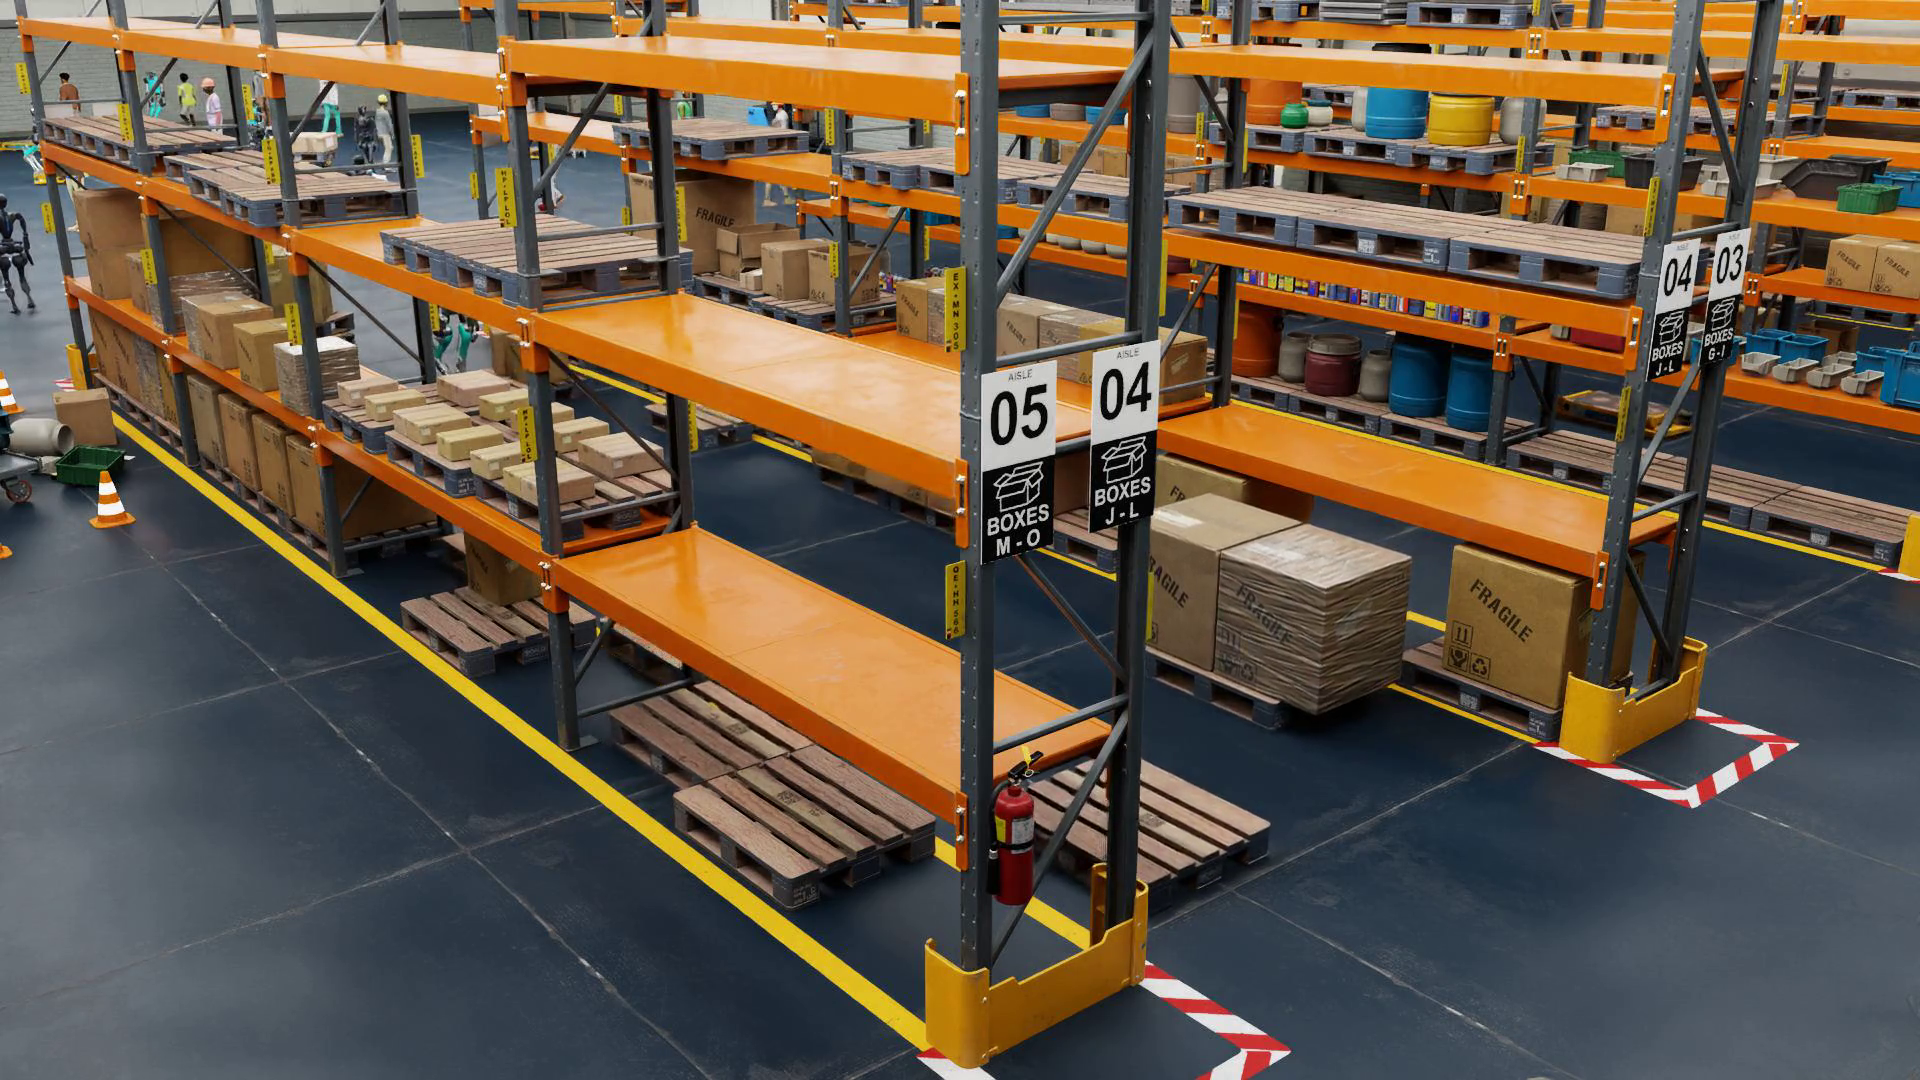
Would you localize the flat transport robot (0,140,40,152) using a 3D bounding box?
[{"bbox_3d":[-23.928,-10.124,42.748,1.431,0.231,0.659,2,19,6],"label":"flat transport robot"}]

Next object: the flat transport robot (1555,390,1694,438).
[{"bbox_3d":[7.038,-1.356,17.795,0.659,0.231,1.431,-14,24,-34],"label":"flat transport robot"}]

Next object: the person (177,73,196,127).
[{"bbox_3d":[-21.588,-12.186,46.475,0.359,1.684,0.543,13,23,32],"label":"person"}]

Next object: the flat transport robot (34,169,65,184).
[{"bbox_3d":[-20.150,-8.061,36.877,0.659,0.231,1.431,-10,21,-25],"label":"flat transport robot"}]

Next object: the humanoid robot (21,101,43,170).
[{"bbox_3d":[-20.581,-8.931,36.936,0.735,1.677,0.533,1,19,3],"label":"humanoid robot"}]

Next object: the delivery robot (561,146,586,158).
[{"bbox_3d":[-9.610,-9.817,41.462,0.499,0.606,0.807,-12,23,-31],"label":"delivery robot"}]

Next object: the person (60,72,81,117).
[{"bbox_3d":[-23.609,-11.467,44.177,0.395,1.856,0.790,4,20,10],"label":"person"}]

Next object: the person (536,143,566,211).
[{"bbox_3d":[-8.058,-7.370,32.517,0.466,1.865,0.580,-12,22,-30],"label":"person"}]

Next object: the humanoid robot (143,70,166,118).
[{"bbox_3d":[-22.300,-12.031,45.954,0.541,1.796,0.664,2,19,5],"label":"humanoid robot"}]

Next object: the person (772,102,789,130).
[{"bbox_3d":[-3.899,-8.698,36.256,0.386,1.891,0.560,-7,21,-19],"label":"person"}]

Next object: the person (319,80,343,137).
[{"bbox_3d":[-17.310,-11.993,45.639,0.496,1.887,0.891,2,19,4],"label":"person"}]

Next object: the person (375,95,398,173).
[{"bbox_3d":[-13.188,-9.337,38.273,0.382,1.757,0.568,-16,25,-38],"label":"person"}]

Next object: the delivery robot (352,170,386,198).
[{"bbox_3d":[-12.218,-7.333,34.400,0.499,0.611,0.814,7,21,20],"label":"delivery robot"}]

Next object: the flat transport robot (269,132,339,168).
[{"bbox_3d":[-15.366,-8.833,39.076,0.659,0.231,1.431,0,19,0],"label":"flat transport robot"}]

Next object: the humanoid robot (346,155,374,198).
[{"bbox_3d":[-10.010,-5.612,27.823,0.601,1.632,0.727,2,19,6],"label":"humanoid robot"}]

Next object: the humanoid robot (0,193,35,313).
[{"bbox_3d":[-13.257,-3.985,23.152,0.335,1.656,0.601,18,26,41],"label":"humanoid robot"}]

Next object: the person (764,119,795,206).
[{"bbox_3d":[-3.575,-7.507,33.131,0.787,1.713,0.490,0,19,0],"label":"person"}]

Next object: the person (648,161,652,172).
[{"bbox_3d":[-5.083,-6.012,28.511,0.382,1.957,0.601,8,21,20],"label":"person"}]

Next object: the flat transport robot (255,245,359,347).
[{"bbox_3d":[-8.399,-2.471,20.969,1.431,0.231,0.659,5,20,13],"label":"flat transport robot"}]

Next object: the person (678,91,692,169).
[{"bbox_3d":[-6.288,-9.427,38.191,0.389,1.977,0.490,2,20,7],"label":"person"}]

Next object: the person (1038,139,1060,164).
[{"bbox_3d":[1.663,-6.821,31.091,0.399,1.764,0.542,-8,21,-23],"label":"person"}]

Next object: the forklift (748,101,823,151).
[{"bbox_3d":[-4.526,-11.368,42.374,1.129,2.768,1.873,-15,24,-37],"label":"forklift"}]

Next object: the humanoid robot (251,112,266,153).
[{"bbox_3d":[-14.896,-8.236,35.271,0.544,1.643,0.597,-2,20,-7],"label":"humanoid robot"}]

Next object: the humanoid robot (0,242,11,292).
[{"bbox_3d":[-14.028,-4.264,23.901,0.867,1.781,0.533,-8,21,-23],"label":"humanoid robot"}]

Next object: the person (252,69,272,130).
[{"bbox_3d":[-19.996,-12.683,47.610,0.385,1.874,0.513,5,20,15],"label":"person"}]

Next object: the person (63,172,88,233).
[{"bbox_3d":[-15.977,-6.509,30.015,0.521,1.893,0.400,13,23,33],"label":"person"}]

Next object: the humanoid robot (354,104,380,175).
[{"bbox_3d":[-13.263,-8.903,37.176,0.589,1.632,0.628,4,20,10],"label":"humanoid robot"}]

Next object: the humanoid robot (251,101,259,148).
[{"bbox_3d":[-16.122,-9.239,38.122,0.566,1.641,0.608,-2,20,-7],"label":"humanoid robot"}]

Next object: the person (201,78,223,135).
[{"bbox_3d":[-17.673,-9.881,39.387,0.381,2.040,0.615,-13,23,-33],"label":"person"}]

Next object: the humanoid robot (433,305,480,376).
[{"bbox_3d":[-5.642,-2.309,18.483,0.537,1.906,0.692,-13,23,-32],"label":"humanoid robot"}]

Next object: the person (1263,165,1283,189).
[{"bbox_3d":[5.116,-5.646,27.707,0.595,1.778,1.021,-10,22,-26],"label":"person"}]

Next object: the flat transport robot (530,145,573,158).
[{"bbox_3d":[-10.370,-9.673,41.465,0.659,0.231,1.431,11,22,28],"label":"flat transport robot"}]

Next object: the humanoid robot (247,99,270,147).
[{"bbox_3d":[-15.597,-8.958,37.248,0.738,1.801,0.541,7,20,18],"label":"humanoid robot"}]
